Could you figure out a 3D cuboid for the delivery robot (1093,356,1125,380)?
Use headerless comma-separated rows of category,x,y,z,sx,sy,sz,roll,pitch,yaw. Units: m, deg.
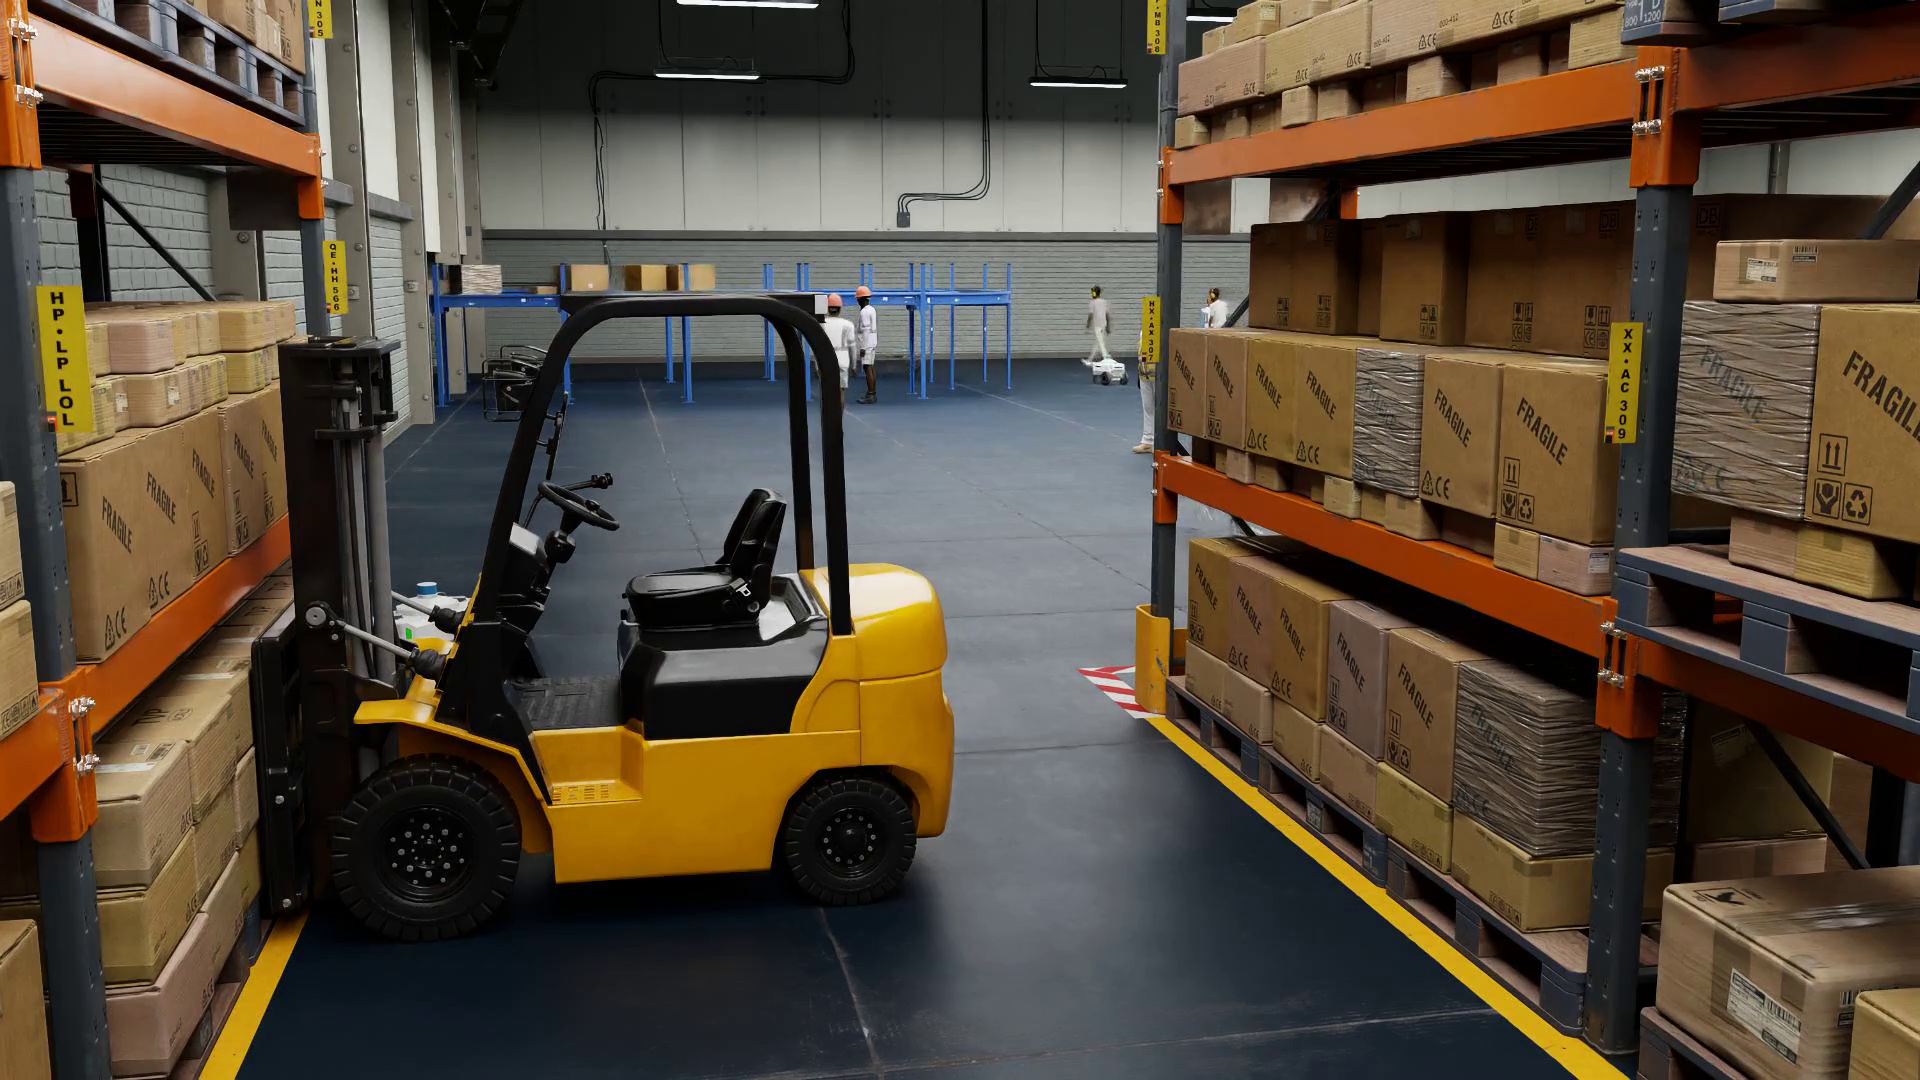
delivery robot,2.873,-3.322,32.155,0.477,0.478,0.707,-5,11,-27

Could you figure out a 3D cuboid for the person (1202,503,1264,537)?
person,2.317,-0.905,14.021,0.570,1.723,0.483,7,11,35

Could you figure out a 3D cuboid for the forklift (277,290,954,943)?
forklift,-1.179,0.175,6.143,2.313,2.155,1.214,-2,10,-12

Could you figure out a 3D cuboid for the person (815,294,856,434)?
person,-1.704,-2.412,22.727,0.559,1.890,0.969,0,9,2

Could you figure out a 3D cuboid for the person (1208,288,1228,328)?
person,5.445,-4.444,35.354,1.021,1.800,0.528,8,13,42

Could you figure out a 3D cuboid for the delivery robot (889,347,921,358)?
delivery robot,-1.173,-4.036,35.720,0.698,0.223,0.335,1,9,5

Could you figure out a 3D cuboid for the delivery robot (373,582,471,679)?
delivery robot,-2.881,0.473,9.029,0.477,0.478,0.707,4,10,22

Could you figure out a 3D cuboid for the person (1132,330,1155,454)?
person,2.358,-1.959,20.095,0.429,1.843,0.630,-7,12,-37

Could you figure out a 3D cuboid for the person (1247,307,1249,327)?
person,6.951,-5.033,38.659,0.639,1.901,0.402,-3,10,-16

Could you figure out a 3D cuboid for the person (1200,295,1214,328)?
person,5.475,-4.509,36.252,0.515,1.639,0.314,-1,9,-7

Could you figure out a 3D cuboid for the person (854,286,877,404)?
person,-1.574,-3.240,27.615,0.375,1.933,0.550,2,9,10

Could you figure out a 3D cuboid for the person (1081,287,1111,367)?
person,3.015,-4.717,37.002,0.511,1.808,0.974,-9,13,-43
